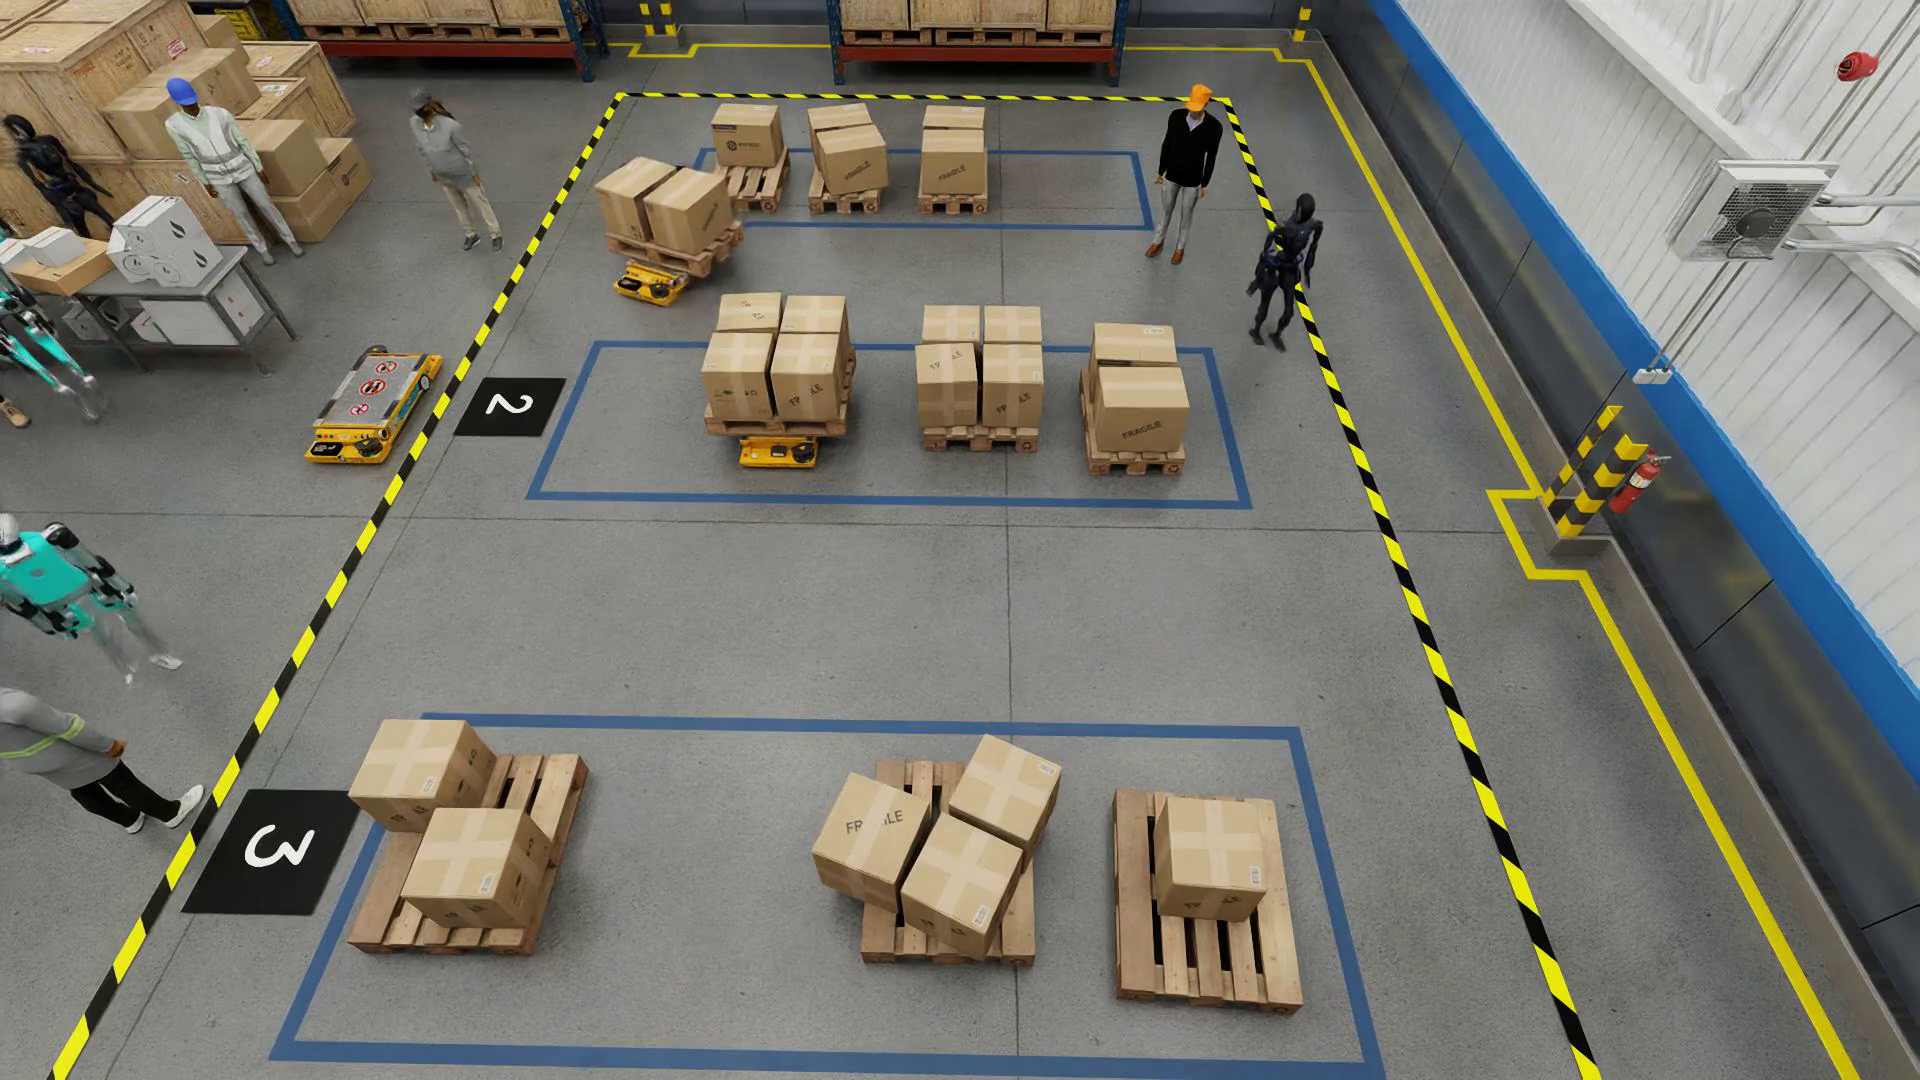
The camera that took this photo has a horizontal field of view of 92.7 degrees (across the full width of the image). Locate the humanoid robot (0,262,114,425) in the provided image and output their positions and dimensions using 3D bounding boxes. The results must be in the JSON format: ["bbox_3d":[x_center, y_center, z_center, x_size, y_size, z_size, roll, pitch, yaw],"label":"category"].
[{"bbox_3d":[-7.941,-1.706,7.855,0.728,1.804,0.558,22,53,17],"label":"humanoid robot"}]

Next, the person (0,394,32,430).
[{"bbox_3d":[-8.736,-1.656,7.618,0.398,2.035,0.598,28,55,22],"label":"person"}]

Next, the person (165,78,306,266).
[{"bbox_3d":[-7.530,-3.786,9.479,0.602,1.939,0.412,-30,56,-23],"label":"person"}]

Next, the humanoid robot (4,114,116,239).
[{"bbox_3d":[-9.269,-3.597,9.522,0.781,1.635,0.599,2,50,2],"label":"humanoid robot"}]

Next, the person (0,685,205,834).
[{"bbox_3d":[-5.232,1.198,5.316,0.589,1.852,0.366,-4,50,-4],"label":"person"}]

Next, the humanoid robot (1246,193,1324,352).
[{"bbox_3d":[3.015,-2.484,8.551,0.608,1.637,0.467,-9,50,-8],"label":"humanoid robot"}]

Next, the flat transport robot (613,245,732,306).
[{"bbox_3d":[-3.065,-3.081,9.956,0.652,0.197,1.431,19,52,15],"label":"flat transport robot"}]

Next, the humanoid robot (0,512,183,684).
[{"bbox_3d":[-5.879,0.374,6.109,0.795,1.790,0.564,34,57,25],"label":"humanoid robot"}]

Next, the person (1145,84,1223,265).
[{"bbox_3d":[2.317,-3.771,9.503,0.585,1.881,0.379,25,54,20],"label":"person"}]

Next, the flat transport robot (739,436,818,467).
[{"bbox_3d":[-1.582,-1.235,8.394,0.652,0.197,1.431,1,50,1],"label":"flat transport robot"}]

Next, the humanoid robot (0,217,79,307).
[{"bbox_3d":[-9.303,-2.959,8.910,1.032,1.723,0.538,-2,50,-1],"label":"humanoid robot"}]

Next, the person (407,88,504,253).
[{"bbox_3d":[-5.327,-3.884,9.672,0.562,1.765,0.399,6,50,5],"label":"person"}]

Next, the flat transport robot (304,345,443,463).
[{"bbox_3d":[-5.383,-1.269,8.441,0.659,0.231,1.431,1,50,1],"label":"flat transport robot"}]
